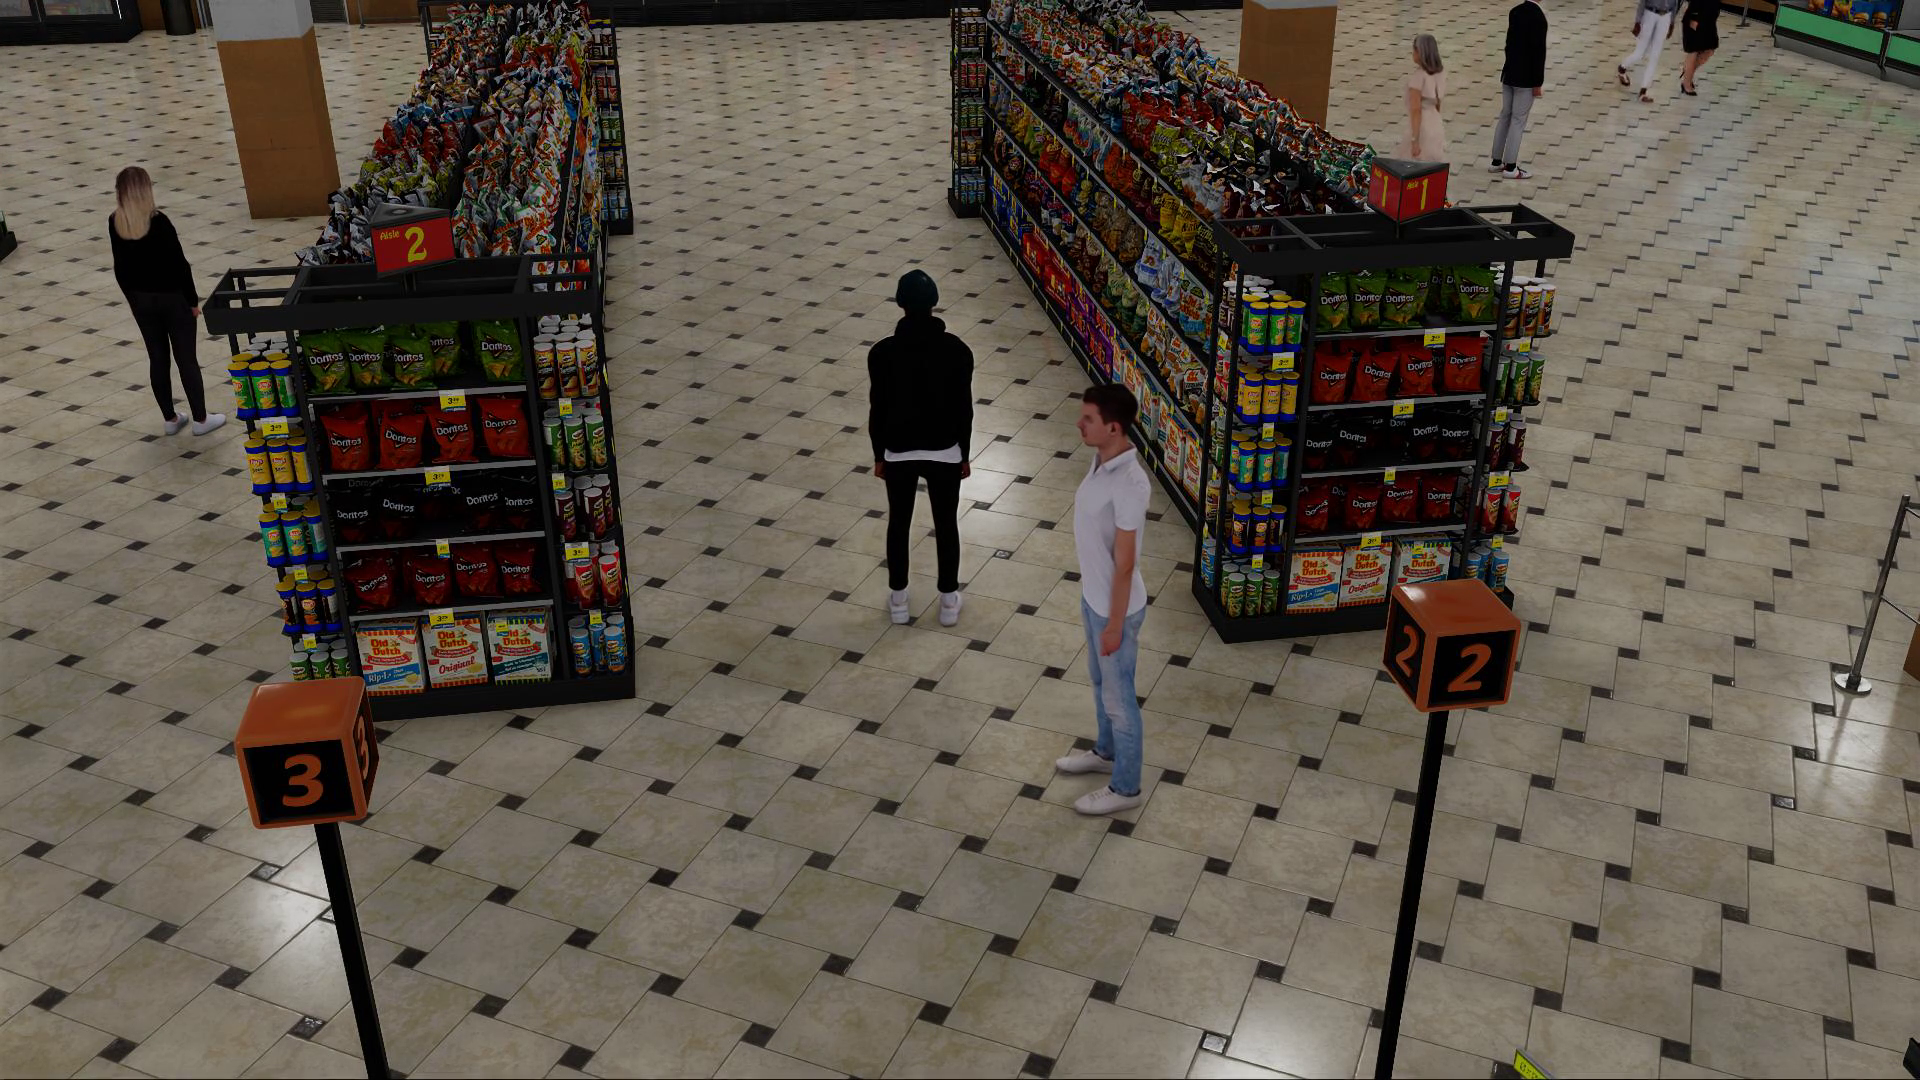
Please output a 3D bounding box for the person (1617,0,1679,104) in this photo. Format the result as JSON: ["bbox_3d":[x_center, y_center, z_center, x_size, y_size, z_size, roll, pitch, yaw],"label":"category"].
[{"bbox_3d":[7.883,-5.901,19.006,0.656,1.694,1.001,-2,27,-5],"label":"person"}]

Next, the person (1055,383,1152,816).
[{"bbox_3d":[0.624,0.239,6.727,0.699,1.851,0.469,-4,27,-7],"label":"person"}]

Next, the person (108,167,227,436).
[{"bbox_3d":[-4.933,-1.458,10.256,0.676,1.686,0.632,3,27,6],"label":"person"}]

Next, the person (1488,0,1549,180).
[{"bbox_3d":[5.357,-4.460,15.883,0.789,1.950,0.547,-7,28,-14],"label":"person"}]

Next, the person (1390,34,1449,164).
[{"bbox_3d":[3.908,-3.283,13.859,0.922,1.681,1.176,-18,32,-32],"label":"person"}]

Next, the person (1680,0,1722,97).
[{"bbox_3d":[8.522,-6.010,19.255,0.767,1.665,0.731,-11,29,-21],"label":"person"}]

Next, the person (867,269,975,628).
[{"bbox_3d":[-0.184,-0.432,8.086,0.711,1.818,0.657,1,27,2],"label":"person"}]
